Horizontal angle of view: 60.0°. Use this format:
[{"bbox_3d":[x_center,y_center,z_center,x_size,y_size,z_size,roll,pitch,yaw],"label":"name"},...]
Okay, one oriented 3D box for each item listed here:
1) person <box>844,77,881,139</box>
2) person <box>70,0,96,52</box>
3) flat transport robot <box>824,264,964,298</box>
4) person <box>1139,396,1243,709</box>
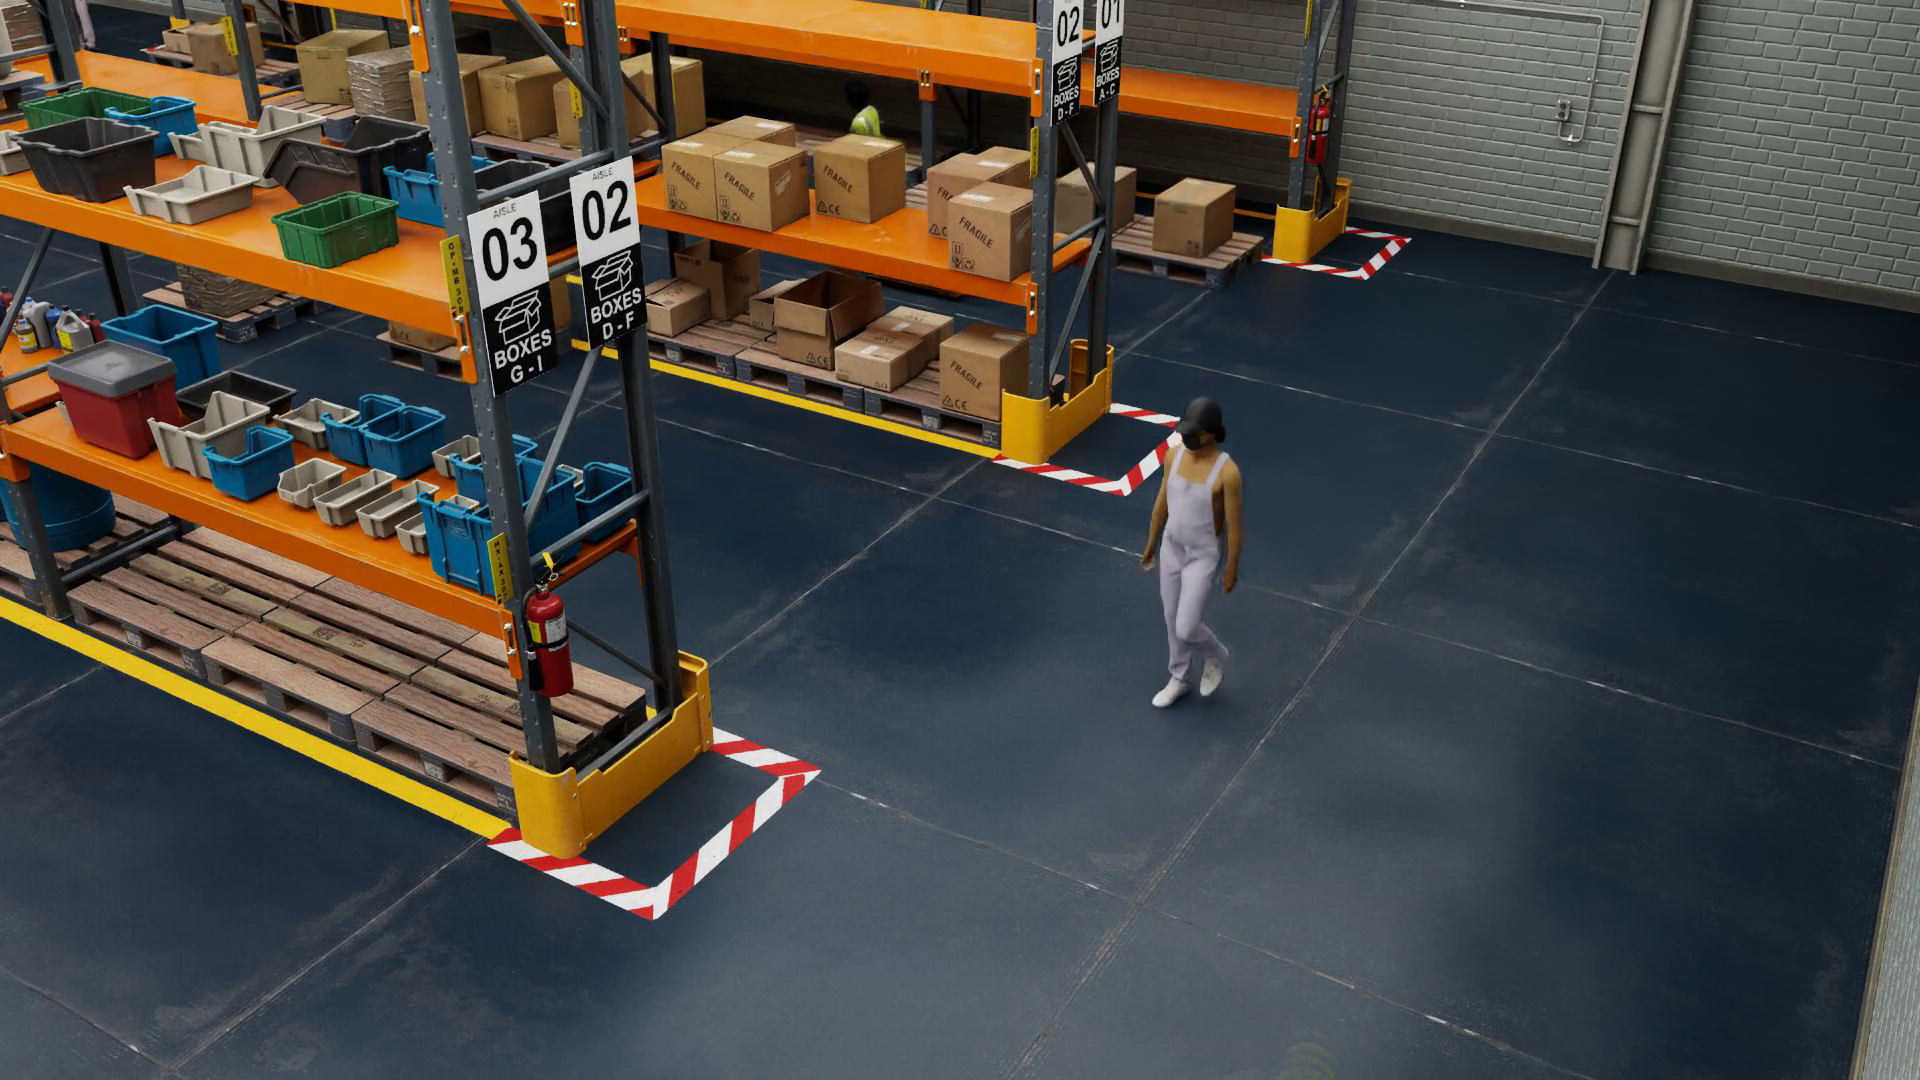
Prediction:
[{"bbox_3d":[-0.771,-3.422,15.332,0.688,1.669,0.543,6,30,10],"label":"person"},{"bbox_3d":[-12.097,-7.503,22.545,0.566,1.772,1.021,-14,32,-24],"label":"person"},{"bbox_3d":[-0.468,-2.508,15.134,1.431,0.231,0.659,17,33,27],"label":"flat transport robot"},{"bbox_3d":[1.213,0.082,8.861,0.438,1.847,0.521,-24,37,-36],"label":"person"}]
